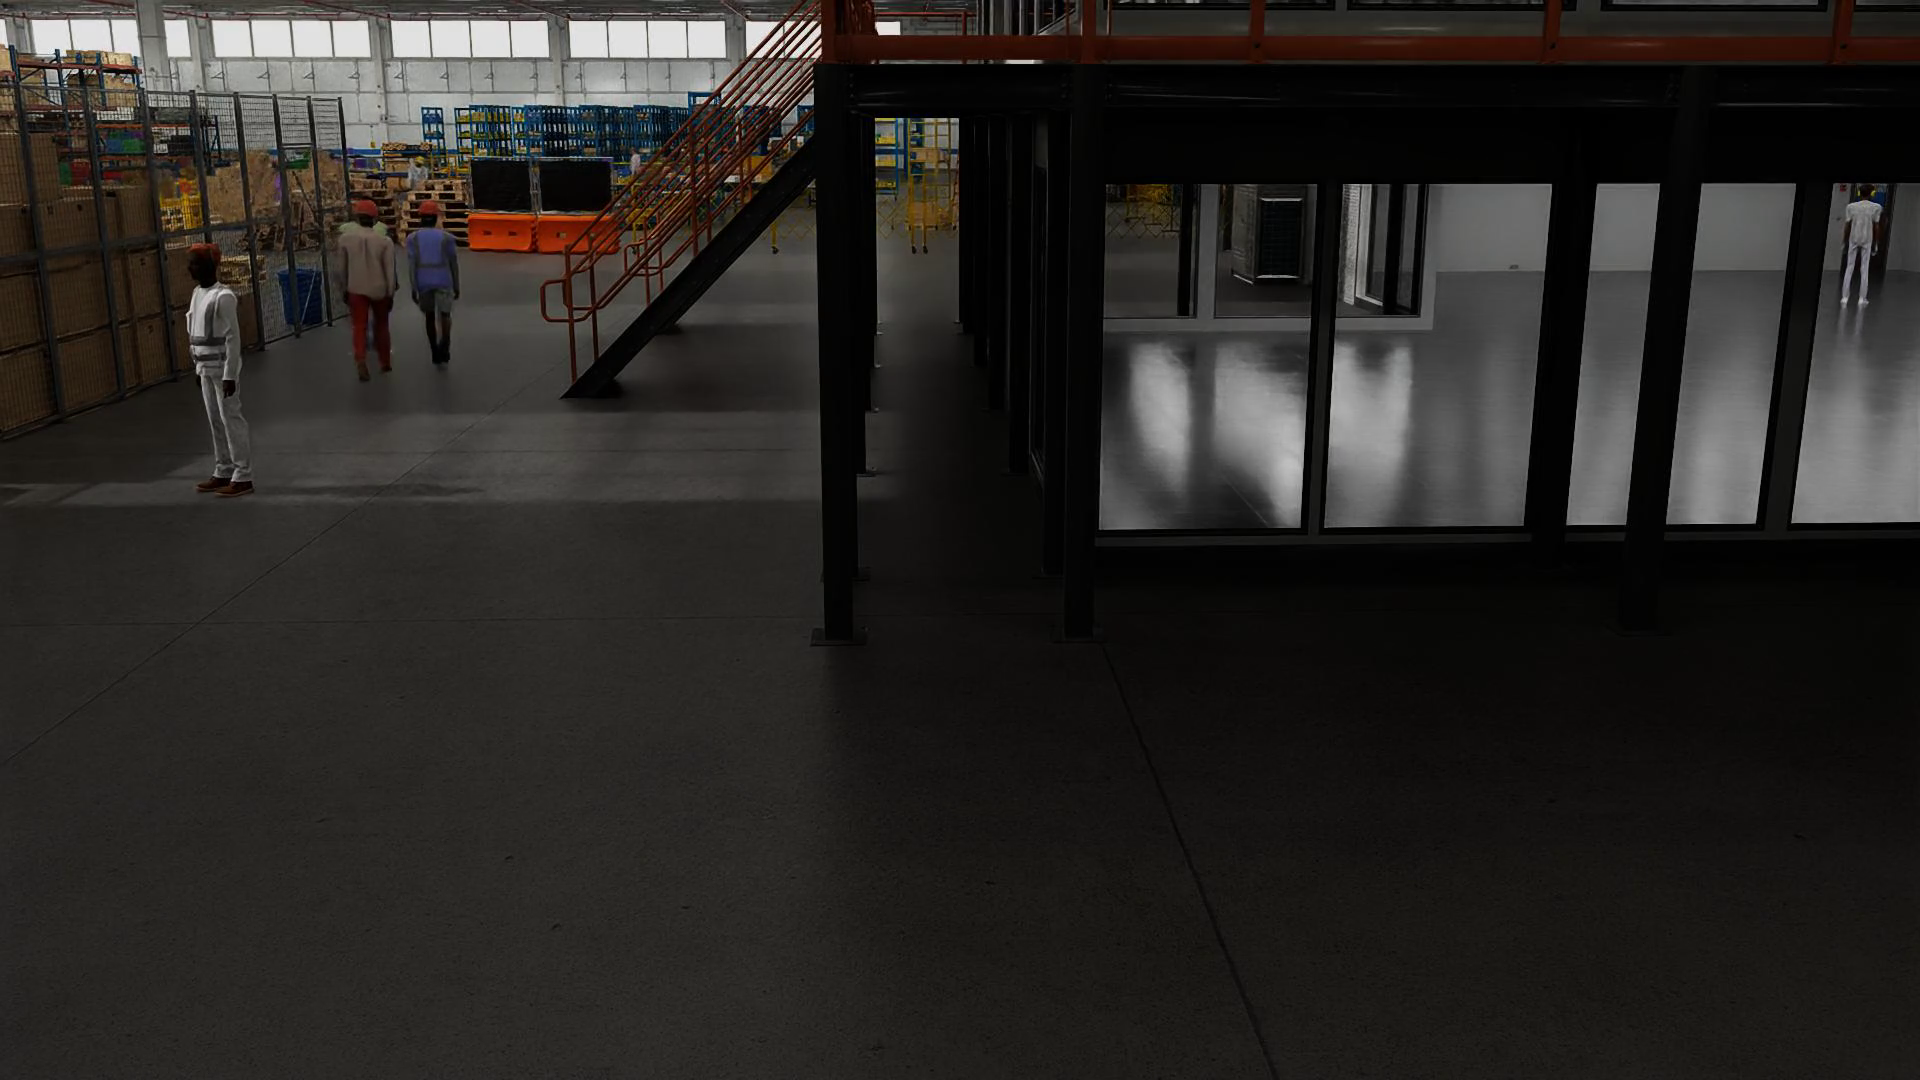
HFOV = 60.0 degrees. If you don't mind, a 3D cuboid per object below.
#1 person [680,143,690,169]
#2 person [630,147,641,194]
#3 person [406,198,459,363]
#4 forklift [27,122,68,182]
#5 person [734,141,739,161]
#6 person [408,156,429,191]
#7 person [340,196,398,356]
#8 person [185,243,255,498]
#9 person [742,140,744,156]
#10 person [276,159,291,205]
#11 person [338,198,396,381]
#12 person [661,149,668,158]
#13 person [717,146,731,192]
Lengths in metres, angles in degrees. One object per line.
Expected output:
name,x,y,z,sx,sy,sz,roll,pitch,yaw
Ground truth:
person,-13.865,-19.216,84.284,0.586,1.822,0.403,-5,15,-20
person,-12.156,-13.730,62.213,0.397,1.896,0.660,2,14,7
person,-6.034,-2.947,19.074,0.550,1.914,0.731,-3,14,-13
forklift,-35.376,-14.773,64.377,1.129,2.768,1.873,-1,14,-2
person,-12.502,-21.514,93.545,0.992,1.785,0.576,-1,14,-5
person,-16.276,-10.650,50.081,0.604,1.799,0.596,-9,16,-31
person,-7.092,-3.153,19.947,0.637,1.904,0.445,-1,14,-3
person,-5.539,-1.259,12.385,0.575,1.884,0.355,12,19,41
person,-11.402,-20.299,88.297,0.413,1.987,0.612,-4,15,-17
person,-16.864,-8.569,41.616,0.561,1.885,1.019,12,18,40
person,-6.449,-2.723,18.107,0.602,1.955,0.950,-3,14,-12
person,-13.105,-16.484,73.579,0.916,1.719,0.530,0,14,0
person,-8.265,-12.895,58.587,0.383,2.036,0.605,13,19,42
